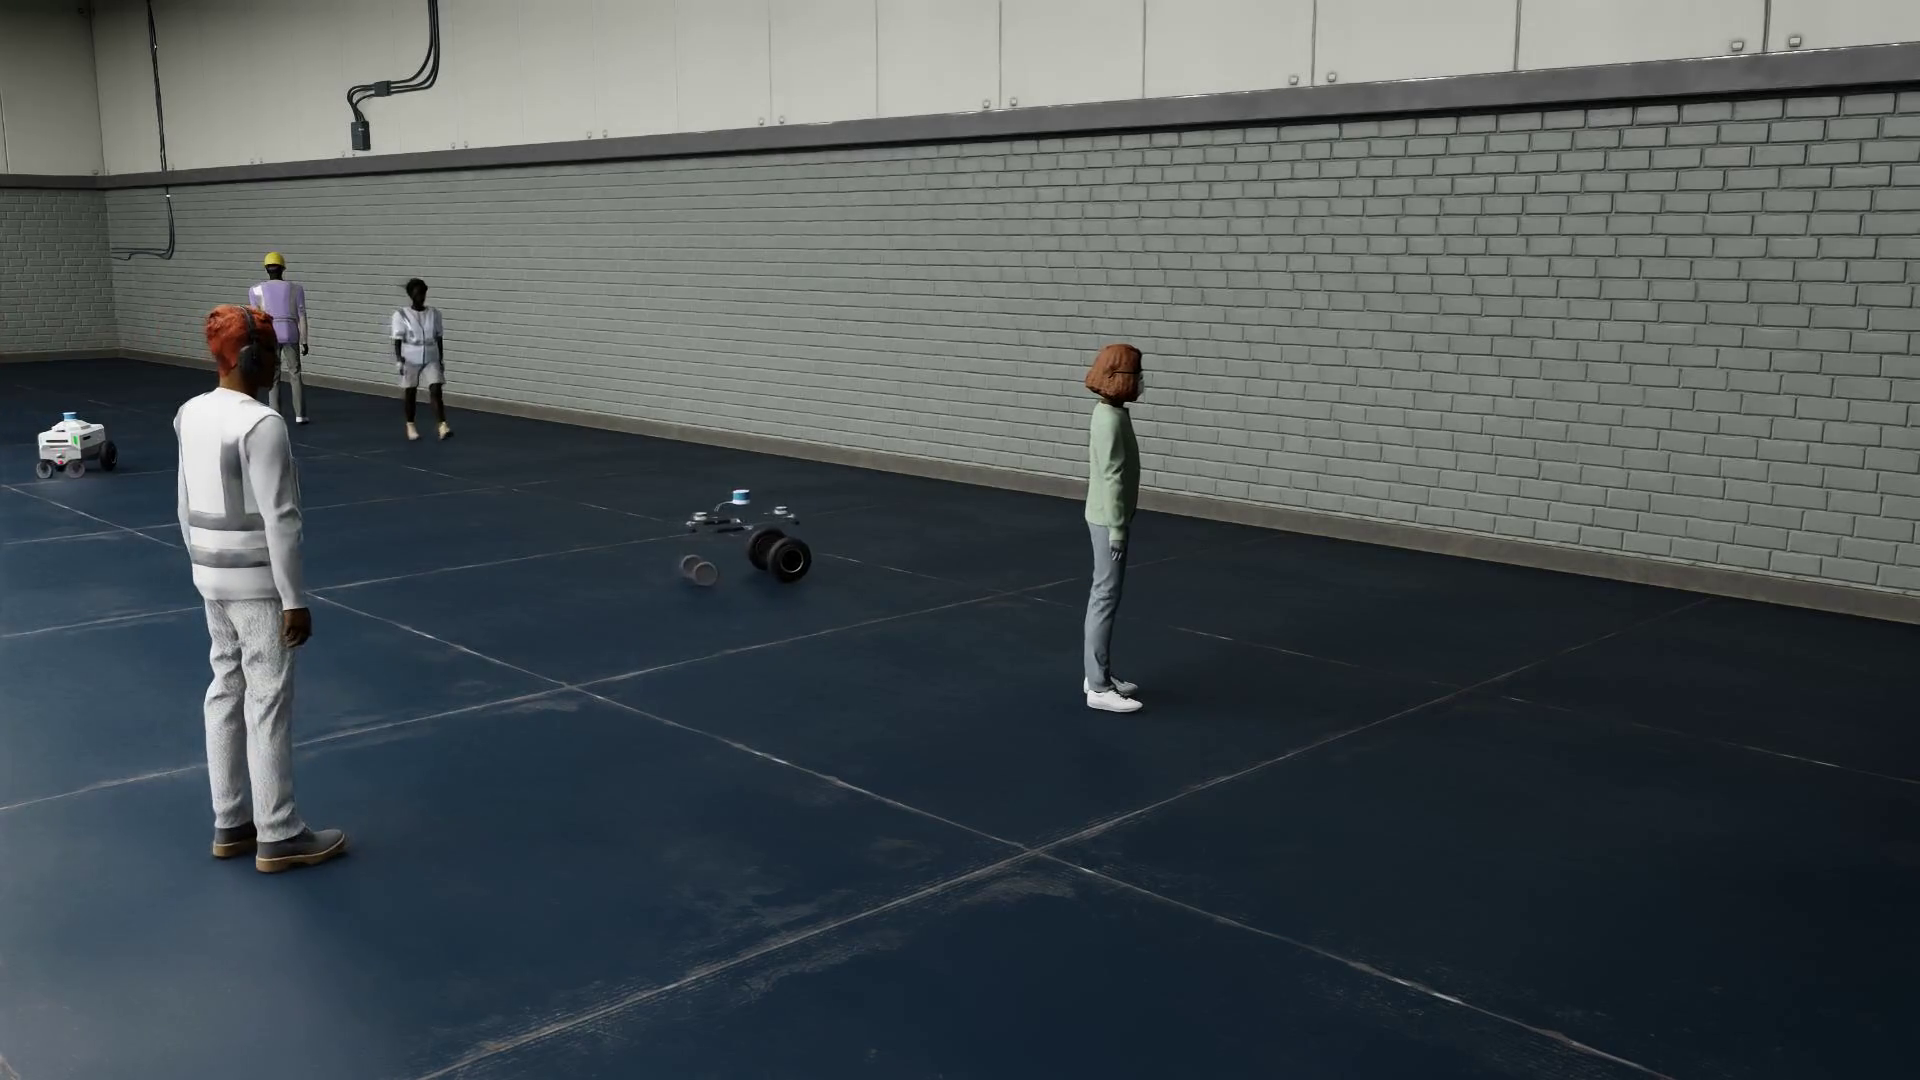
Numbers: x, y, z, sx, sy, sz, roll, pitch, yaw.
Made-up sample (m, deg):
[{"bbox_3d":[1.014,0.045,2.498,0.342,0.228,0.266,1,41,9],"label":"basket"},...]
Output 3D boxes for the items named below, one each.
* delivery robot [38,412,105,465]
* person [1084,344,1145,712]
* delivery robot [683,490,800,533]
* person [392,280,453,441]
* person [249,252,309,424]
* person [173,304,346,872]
[{"bbox_3d":[-7.908,-0.894,14.815,0.477,0.478,0.707,-2,11,-8],"label":"delivery robot"},{"bbox_3d":[0.694,-0.063,7.482,0.269,1.632,0.509,1,10,3],"label":"person"},{"bbox_3d":[-1.350,-0.193,10.287,0.698,0.223,0.335,-5,12,-25],"label":"delivery robot"},{"bbox_3d":[-5.514,-1.828,17.042,0.550,1.650,0.857,-7,13,-34],"label":"person"},{"bbox_3d":[-7.611,-2.249,18.631,0.585,1.917,0.381,-4,11,-20],"label":"person"},{"bbox_3d":[-2.382,0.158,5.591,0.584,1.883,0.337,8,13,36],"label":"person"}]
